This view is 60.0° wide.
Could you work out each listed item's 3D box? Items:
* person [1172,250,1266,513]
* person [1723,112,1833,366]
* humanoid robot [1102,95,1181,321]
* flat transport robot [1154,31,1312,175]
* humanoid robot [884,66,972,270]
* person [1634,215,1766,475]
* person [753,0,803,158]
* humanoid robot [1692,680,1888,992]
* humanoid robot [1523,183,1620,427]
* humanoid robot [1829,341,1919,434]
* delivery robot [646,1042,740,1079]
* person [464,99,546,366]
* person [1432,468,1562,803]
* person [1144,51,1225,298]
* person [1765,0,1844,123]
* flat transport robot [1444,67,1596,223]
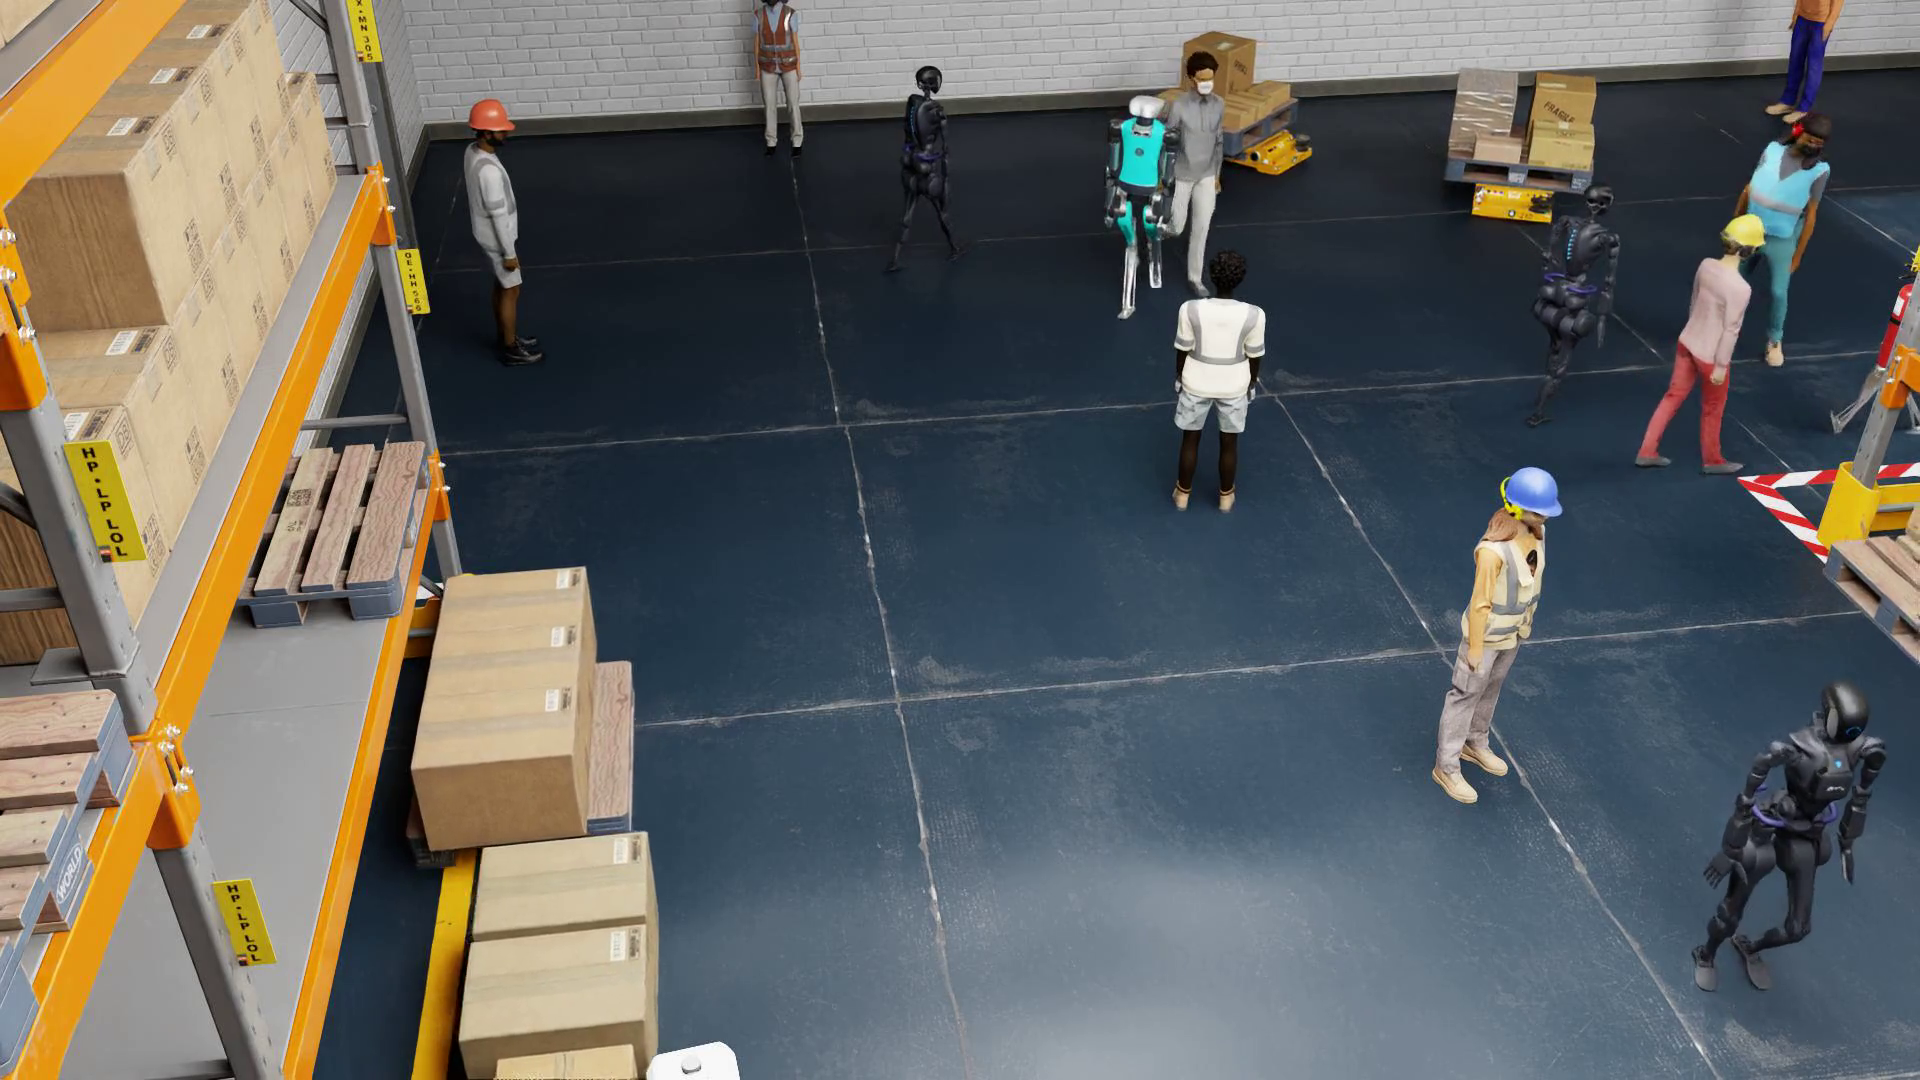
[{"bbox_3d":[1.535,-0.928,9.974,0.533,1.691,0.319,4,33,6],"label":"person"},{"bbox_3d":[5.726,-2.127,11.679,0.384,1.846,0.674,-21,39,-29],"label":"person"},{"bbox_3d":[1.395,-2.546,12.431,0.564,1.775,0.972,10,34,15],"label":"humanoid robot"},{"bbox_3d":[2.512,-3.744,15.590,1.431,0.231,0.659,23,40,31],"label":"flat transport robot"},{"bbox_3d":[-0.272,-2.932,13.102,0.787,1.630,0.589,-24,40,-32],"label":"humanoid robot"},{"bbox_3d":[4.688,-1.193,10.335,0.667,1.740,0.539,-6,34,-9],"label":"person"},{"bbox_3d":[-1.659,-4.326,15.188,0.426,1.680,0.309,1,33,1],"label":"person"},{"bbox_3d":[3.337,1.201,6.725,0.593,1.644,0.357,-4,33,-5],"label":"humanoid robot"},{"bbox_3d":[4.026,-1.554,10.949,0.549,1.639,0.611,-20,38,-28],"label":"humanoid robot"},{"bbox_3d":[6.141,-1.411,10.715,0.878,1.816,0.562,6,34,8],"label":"humanoid robot"},{"bbox_3d":[-0.938,2.258,6.128,0.499,0.592,0.774,-9,34,-13],"label":"delivery robot"},{"bbox_3d":[-3.189,-2.127,11.604,0.385,1.924,0.547,-15,36,-22],"label":"person"},{"bbox_3d":[2.530,0.434,7.807,0.463,1.777,0.317,-27,42,-35],"label":"person"},{"bbox_3d":[1.727,-2.832,12.734,0.532,1.876,0.708,-13,35,-19],"label":"person"},{"bbox_3d":[8.228,-5.038,16.020,0.400,1.973,0.517,-11,35,-16],"label":"person"},{"bbox_3d":[4.900,-3.175,14.718,0.659,0.231,1.431,9,34,14],"label":"flat transport robot"}]
